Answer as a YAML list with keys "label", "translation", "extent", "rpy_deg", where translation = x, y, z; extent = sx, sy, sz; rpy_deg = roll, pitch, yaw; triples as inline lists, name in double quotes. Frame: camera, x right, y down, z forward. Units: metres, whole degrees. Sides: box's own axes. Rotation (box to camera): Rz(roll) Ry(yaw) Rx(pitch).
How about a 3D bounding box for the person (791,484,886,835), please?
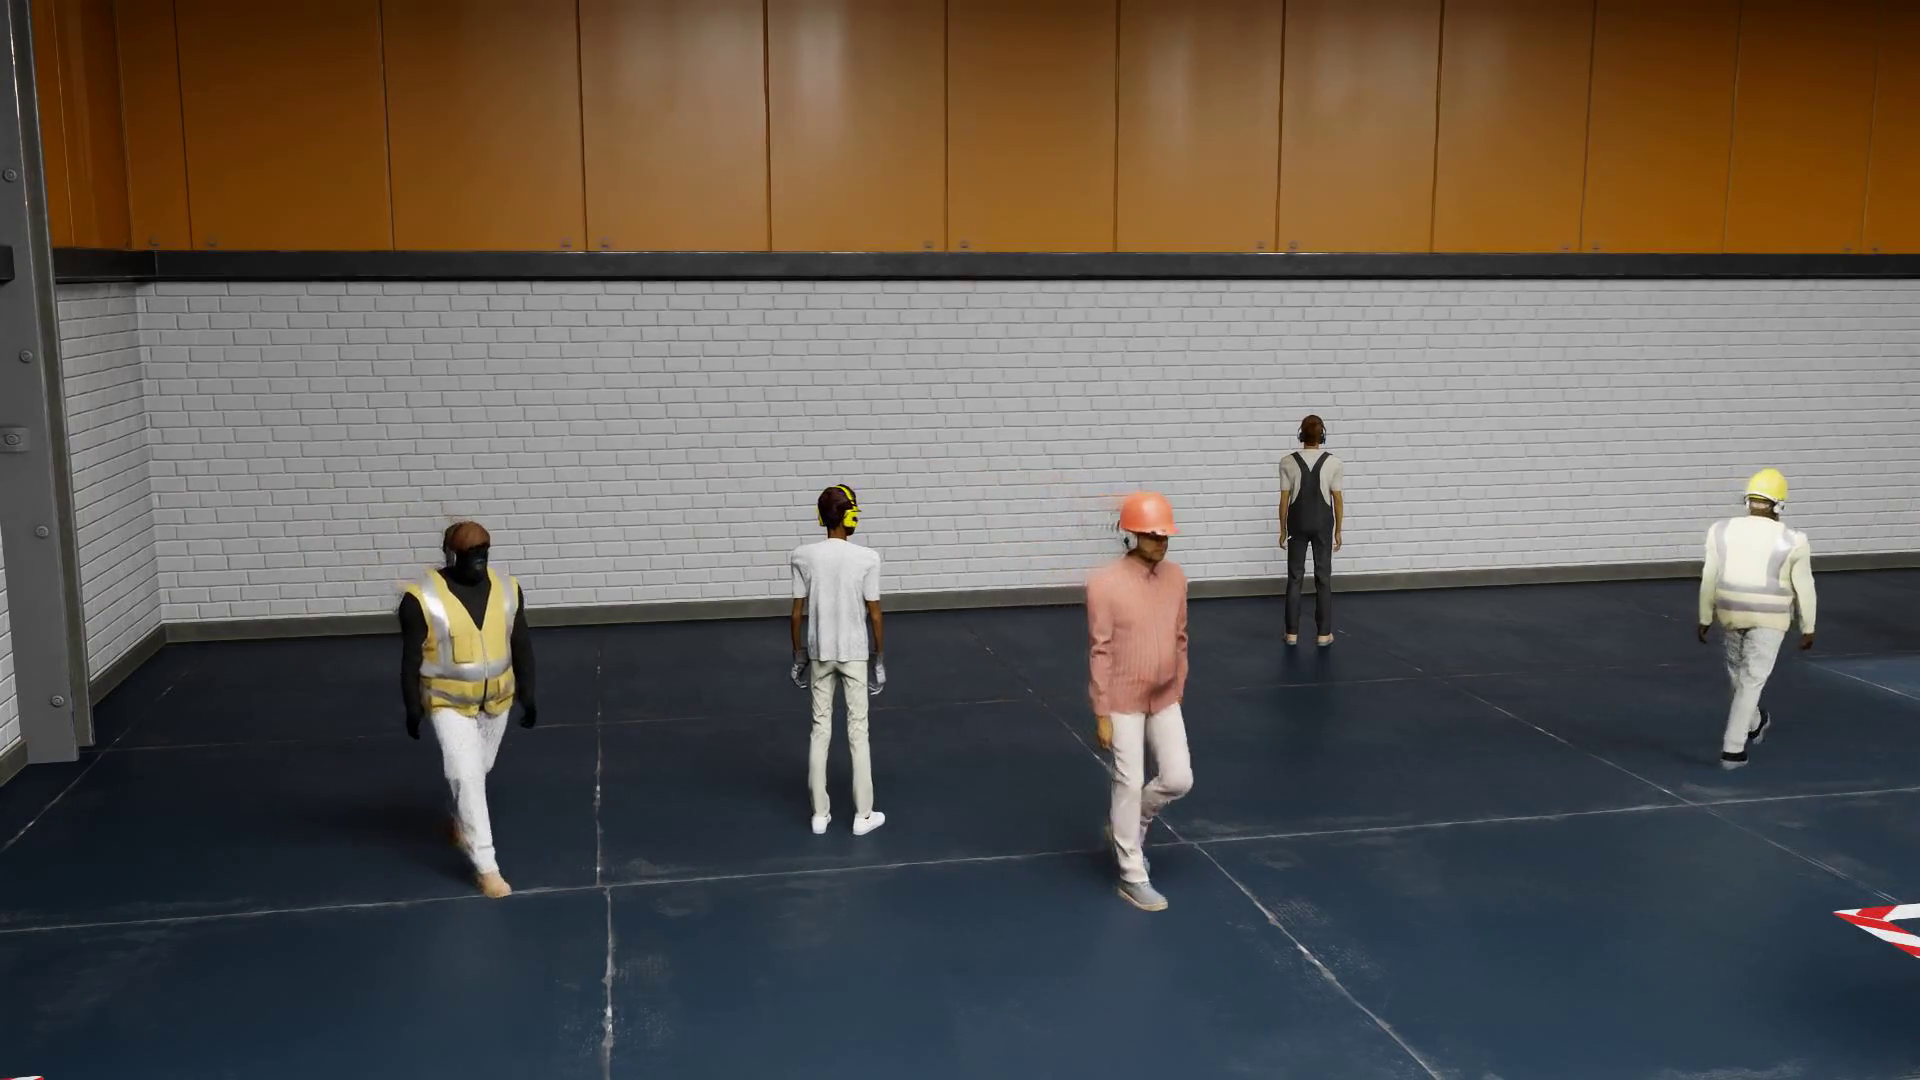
- label: "person"
  translation: [-0.646, 0.637, 8.830]
  extent: [0.518, 1.865, 0.323]
  rpy_deg: [2, 9, 10]

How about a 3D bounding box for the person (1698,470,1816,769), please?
- label: "person"
  translation: [4.888, 0.460, 10.142]
  extent: [0.933, 1.777, 0.622]
  rpy_deg: [-9, 13, -43]

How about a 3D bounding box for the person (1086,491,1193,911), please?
- label: "person"
  translation: [0.836, 0.743, 7.827]
  extent: [0.627, 1.977, 0.471]
  rpy_deg: [-6, 11, -32]

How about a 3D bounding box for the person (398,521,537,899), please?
- label: "person"
  translation: [-2.443, 0.774, 8.236]
  extent: [0.629, 1.798, 0.967]
  rpy_deg: [-8, 12, -41]

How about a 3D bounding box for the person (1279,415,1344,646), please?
- label: "person"
  translation: [2.782, -0.074, 13.224]
  extent: [0.508, 1.846, 0.345]
  rpy_deg: [2, 10, 13]
